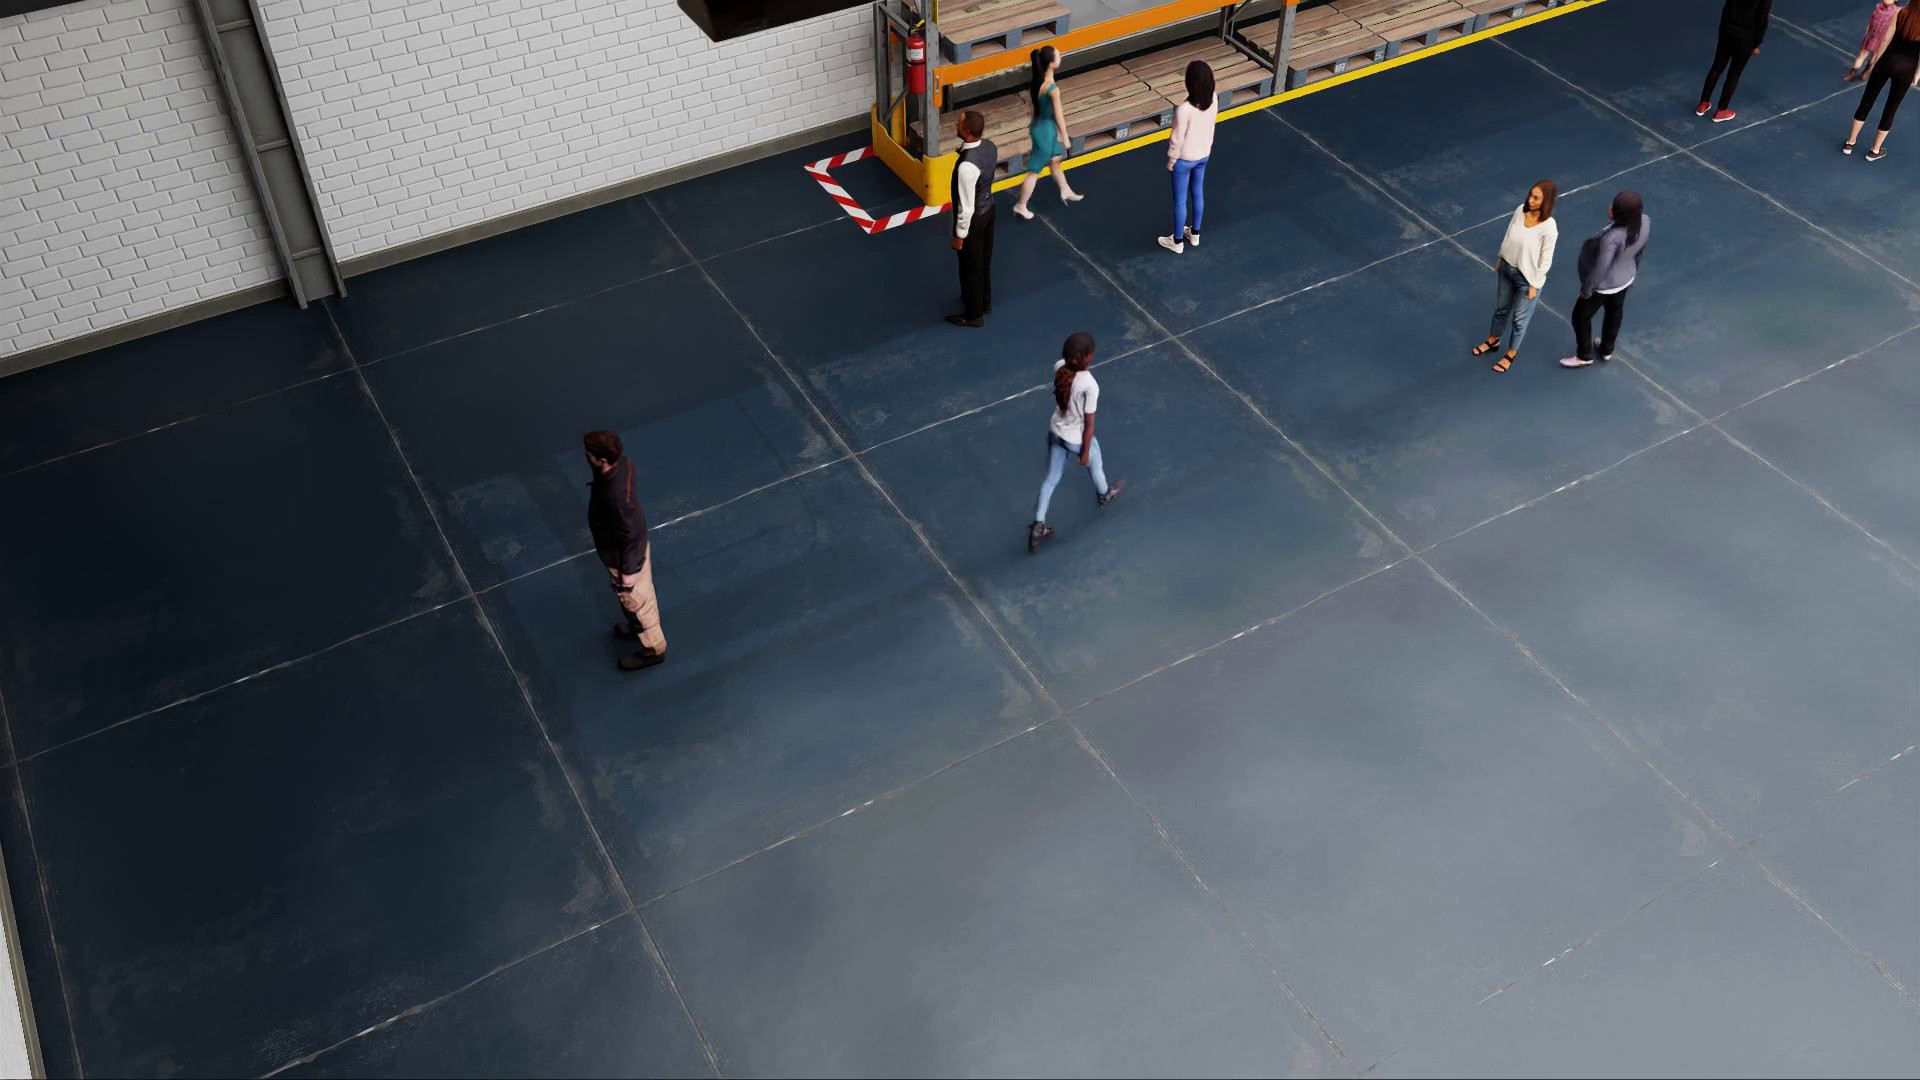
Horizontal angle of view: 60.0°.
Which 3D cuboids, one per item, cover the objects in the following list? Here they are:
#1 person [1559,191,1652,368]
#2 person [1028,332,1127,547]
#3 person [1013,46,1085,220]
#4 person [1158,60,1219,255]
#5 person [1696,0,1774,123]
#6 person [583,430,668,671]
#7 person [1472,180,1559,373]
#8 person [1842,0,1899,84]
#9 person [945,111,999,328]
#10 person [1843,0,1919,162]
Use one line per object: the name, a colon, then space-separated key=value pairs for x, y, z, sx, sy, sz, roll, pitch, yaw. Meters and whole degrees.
person: x=5.099 y=-2.035 z=13.060 sx=0.620 sy=1.579 sz=0.821 roll=-15 pitch=46 yaw=-15
person: x=0.718 y=-0.669 z=11.551 sx=1.195 sy=1.681 sz=0.774 roll=-33 pitch=52 yaw=-30
person: x=0.659 y=-3.513 z=14.557 sx=0.957 sy=1.653 sz=0.656 roll=-15 pitch=46 yaw=-15
person: x=1.976 y=-3.273 z=14.221 sx=0.507 sy=1.770 sz=0.717 roll=-26 pitch=50 yaw=-25
person: x=7.448 y=-4.815 z=15.908 sx=0.592 sy=1.675 sz=0.635 roll=-30 pitch=51 yaw=-28
person: x=-2.136 y=0.058 z=10.613 sx=0.716 sy=1.924 sz=0.774 roll=-7 pitch=44 yaw=-8
person: x=4.414 y=-2.091 z=13.044 sx=0.550 sy=1.683 sz=0.617 roll=-19 pitch=47 yaw=-19
person: x=9.239 y=-5.083 z=16.677 sx=0.732 sy=1.004 sz=0.514 roll=-32 pitch=52 yaw=-29
person: x=0.113 y=-2.585 z=13.391 sx=0.837 sy=1.919 sz=0.740 roll=17 pitch=46 yaw=17
person: x=8.649 y=-4.363 z=15.397 sx=0.642 sy=1.725 sz=0.620 roll=31 pitch=51 yaw=28
